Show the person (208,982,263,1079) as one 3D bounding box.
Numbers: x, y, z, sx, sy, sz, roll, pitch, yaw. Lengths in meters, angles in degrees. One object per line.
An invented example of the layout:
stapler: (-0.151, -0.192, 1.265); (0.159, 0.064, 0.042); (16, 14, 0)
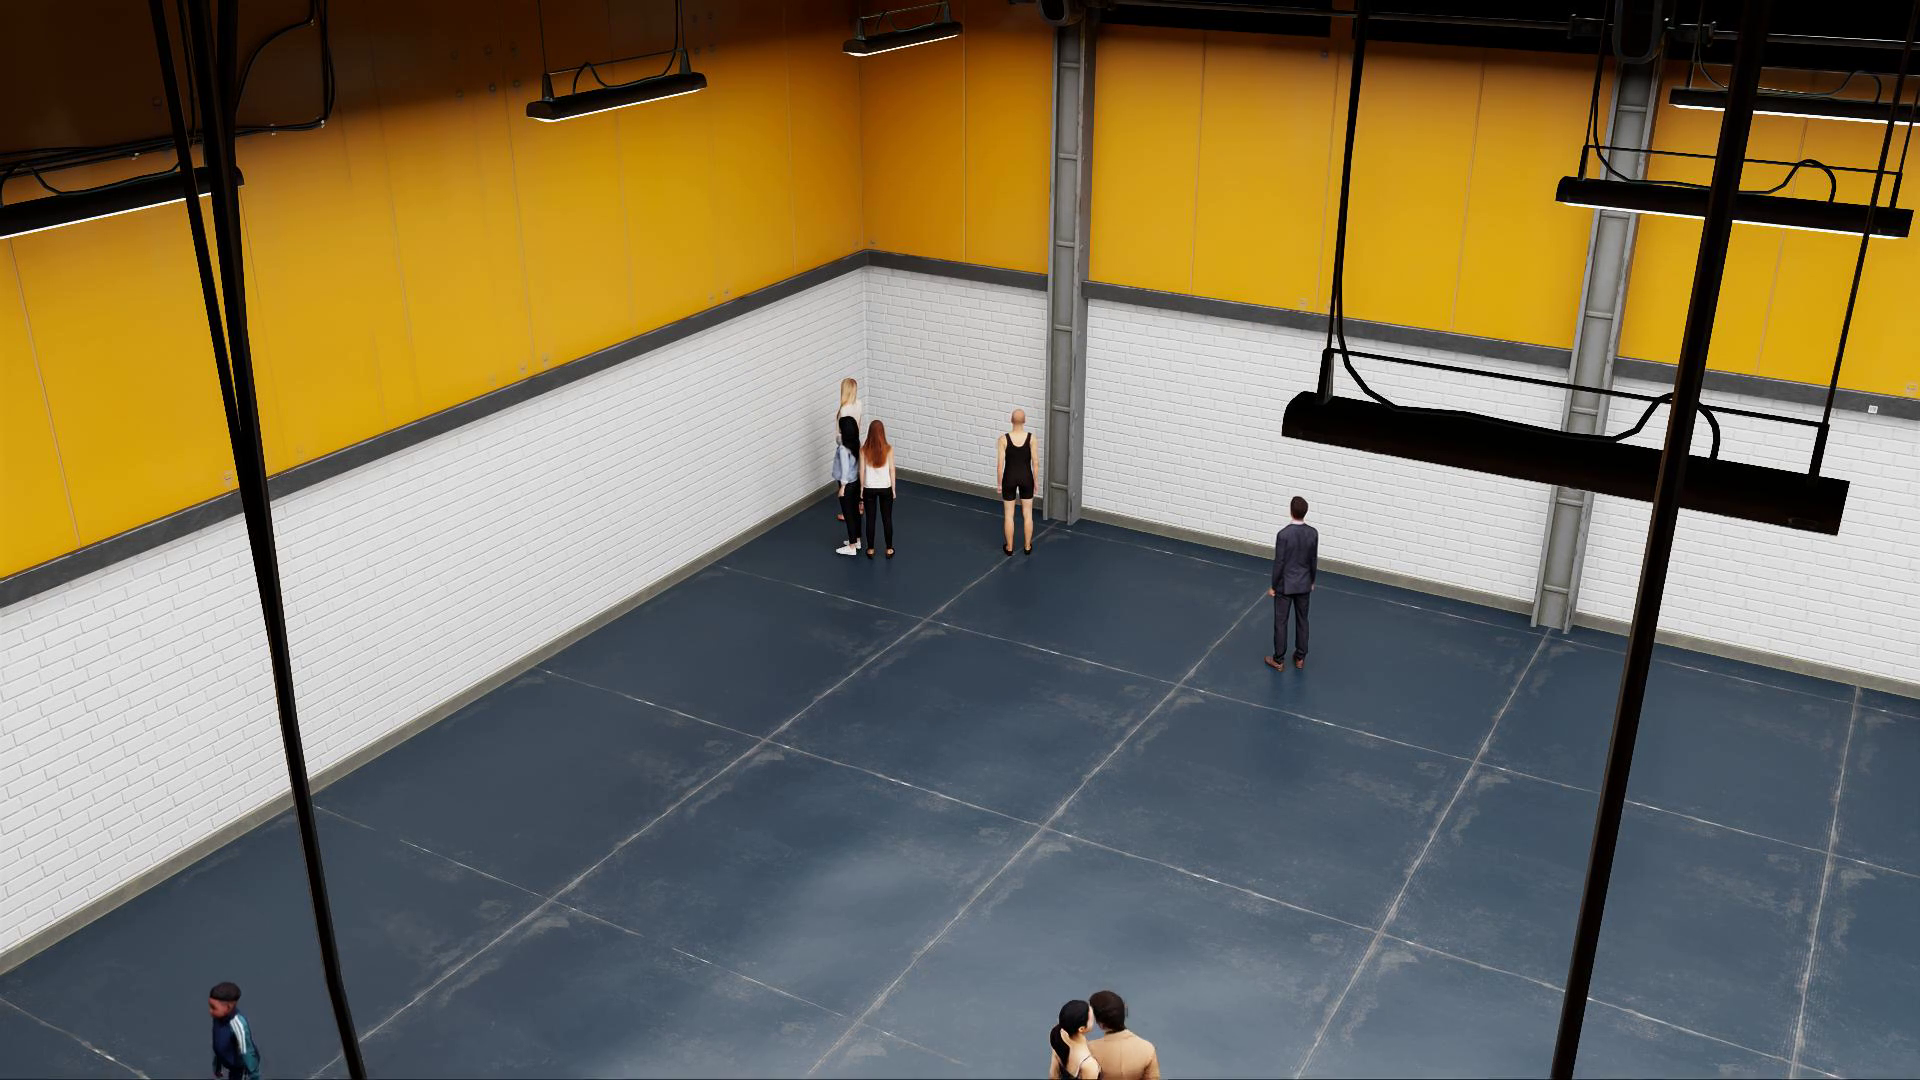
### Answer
person: (-4.684, 3.416, 10.953); (0.617, 1.243, 0.649); (20, 31, 39)

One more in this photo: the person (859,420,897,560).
person: (-0.962, -0.594, 19.529); (0.604, 1.722, 0.707); (-1, 24, -2)

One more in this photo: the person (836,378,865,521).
person: (-1.344, -1.133, 20.633); (0.546, 1.827, 0.626); (10, 26, 23)

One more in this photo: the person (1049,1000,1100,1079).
person: (0.690, 3.514, 10.122); (0.720, 1.729, 0.614); (-15, 28, -30)

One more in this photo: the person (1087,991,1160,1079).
person: (0.974, 3.522, 10.144); (0.882, 1.698, 0.989); (3, 24, 7)

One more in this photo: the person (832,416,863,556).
person: (-1.313, -0.659, 19.692); (0.614, 1.711, 0.644); (7, 25, 16)

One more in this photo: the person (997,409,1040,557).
person: (0.682, -0.683, 19.617); (0.656, 1.816, 0.769); (-2, 24, -4)

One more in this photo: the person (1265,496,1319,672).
person: (3.392, 0.440, 16.983); (0.736, 1.867, 0.796); (-6, 24, -14)
